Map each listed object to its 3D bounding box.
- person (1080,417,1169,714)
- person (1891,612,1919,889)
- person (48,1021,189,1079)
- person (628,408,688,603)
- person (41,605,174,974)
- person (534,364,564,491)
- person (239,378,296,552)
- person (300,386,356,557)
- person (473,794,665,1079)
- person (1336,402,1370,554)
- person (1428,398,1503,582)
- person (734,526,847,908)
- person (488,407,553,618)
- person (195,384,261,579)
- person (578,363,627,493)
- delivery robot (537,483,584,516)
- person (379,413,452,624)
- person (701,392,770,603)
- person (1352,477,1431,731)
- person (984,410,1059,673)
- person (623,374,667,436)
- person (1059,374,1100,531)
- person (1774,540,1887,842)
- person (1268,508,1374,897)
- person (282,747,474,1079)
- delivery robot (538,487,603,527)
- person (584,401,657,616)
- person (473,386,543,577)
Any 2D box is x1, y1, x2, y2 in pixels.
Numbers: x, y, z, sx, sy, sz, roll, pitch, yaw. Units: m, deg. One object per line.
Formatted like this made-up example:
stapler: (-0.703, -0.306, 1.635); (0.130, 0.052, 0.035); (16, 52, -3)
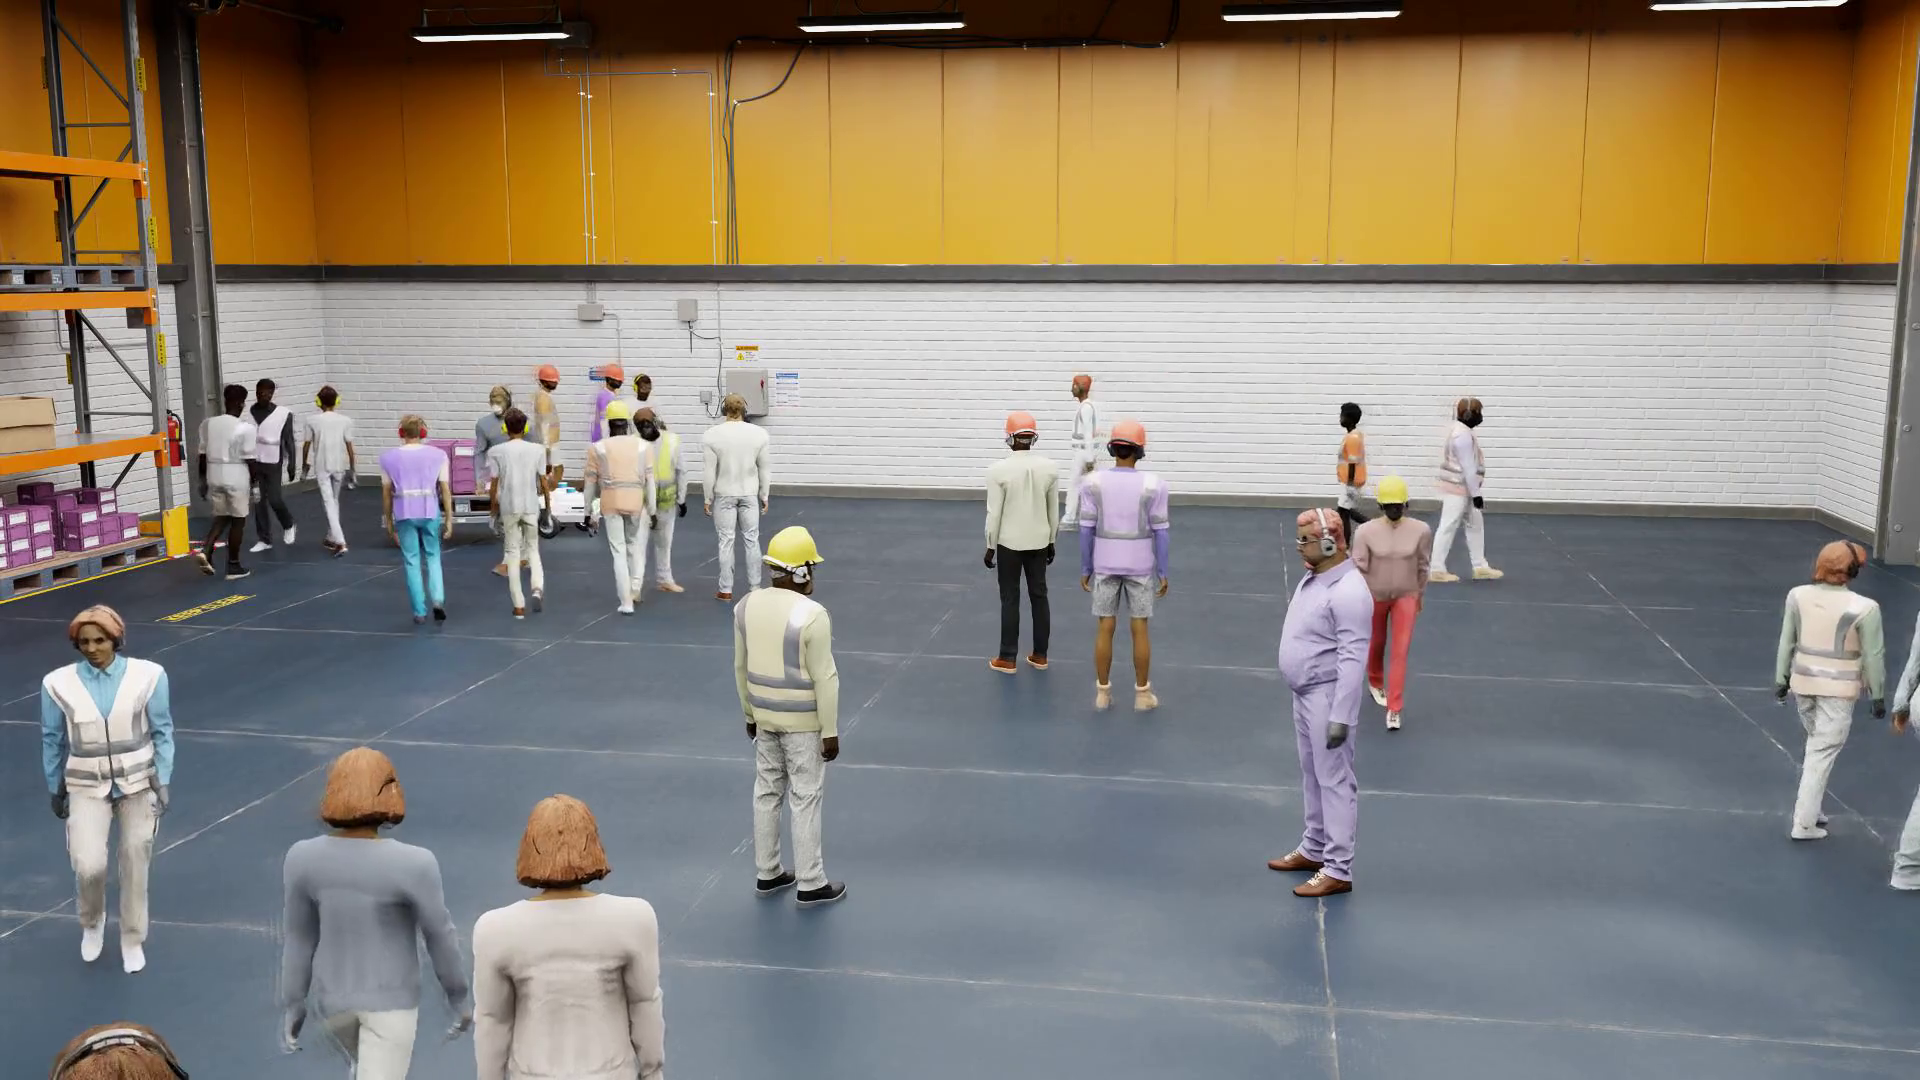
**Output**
person: (1.135, 0.176, 11.470); (0.614, 2.040, 0.390); (2, 9, 15)
person: (4.841, 0.884, 8.099); (0.548, 1.700, 0.510); (-2, 9, -12)
person: (-1.328, 1.684, 2.780); (0.650, 1.825, 0.436); (-6, 11, -33)
person: (-2.855, -0.333, 15.447); (0.659, 1.794, 0.728); (-5, 10, -27)
person: (-3.651, 1.080, 7.166); (0.512, 1.624, 0.372); (-4, 10, -25)
person: (-5.265, -1.259, 20.852); (0.798, 1.897, 0.562); (-3, 10, -15)
person: (-7.554, -0.820, 18.129); (0.598, 1.894, 0.474); (1, 9, 5)
person: (-6.774, -0.742, 17.893); (0.508, 1.830, 0.966); (-8, 12, -40)
person: (-1.061, 1.499, 4.568); (0.511, 1.627, 0.284); (-1, 9, -7)
person: (4.186, -0.616, 17.481); (0.562, 1.679, 0.541); (3, 10, 17)
person: (4.989, -0.472, 16.198); (0.833, 1.809, 0.623); (3, 10, 16)
person: (-0.802, 0.842, 7.986); (0.603, 1.830, 0.404); (7, 12, 37)
person: (-3.862, -0.229, 14.598); (0.529, 1.852, 0.438); (-4, 10, -22)
person: (-7.205, -0.565, 16.378); (0.650, 1.938, 0.569); (2, 9, 15)
person: (-4.571, -1.314, 21.185); (0.831, 1.897, 0.595); (0, 9, 1)
delivery robot: (-4.669, -0.433, 19.560); (0.707, 0.478, 0.477); (-3, 9, -17)
person: (-4.684, -0.175, 14.334); (0.568, 1.823, 0.452); (-4, 10, -23)
person: (-2.057, -0.389, 15.292); (0.635, 1.938, 0.359); (-3, 10, -19)
person: (2.906, 0.382, 11.299); (0.528, 1.686, 0.978); (2, 9, 9)
person: (0.461, 0.015, 12.619); (0.612, 1.995, 0.375); (-4, 10, -25)
person: (-3.823, -1.101, 20.129); (0.551, 1.816, 0.921); (-7, 11, -35)
person: (1.542, -1.014, 19.464); (0.897, 1.858, 0.592); (1, 9, 7)
person: (4.671, 0.802, 8.870); (0.567, 1.615, 0.533); (-5, 10, -28)
person: (1.757, 0.785, 8.140); (0.403, 1.901, 0.637); (-1, 9, -5)
person: (-1.795, 1.420, 5.179); (0.532, 1.573, 0.898); (2, 9, 11)
delivery robot: (-4.466, -0.361, 19.115); (0.707, 0.478, 0.477); (0, 9, -2)
person: (-3.079, -0.305, 14.960); (0.611, 1.877, 0.965); (-4, 10, -25)
person: (-4.549, -0.574, 16.562); (0.635, 1.890, 0.978); (3, 10, 16)
